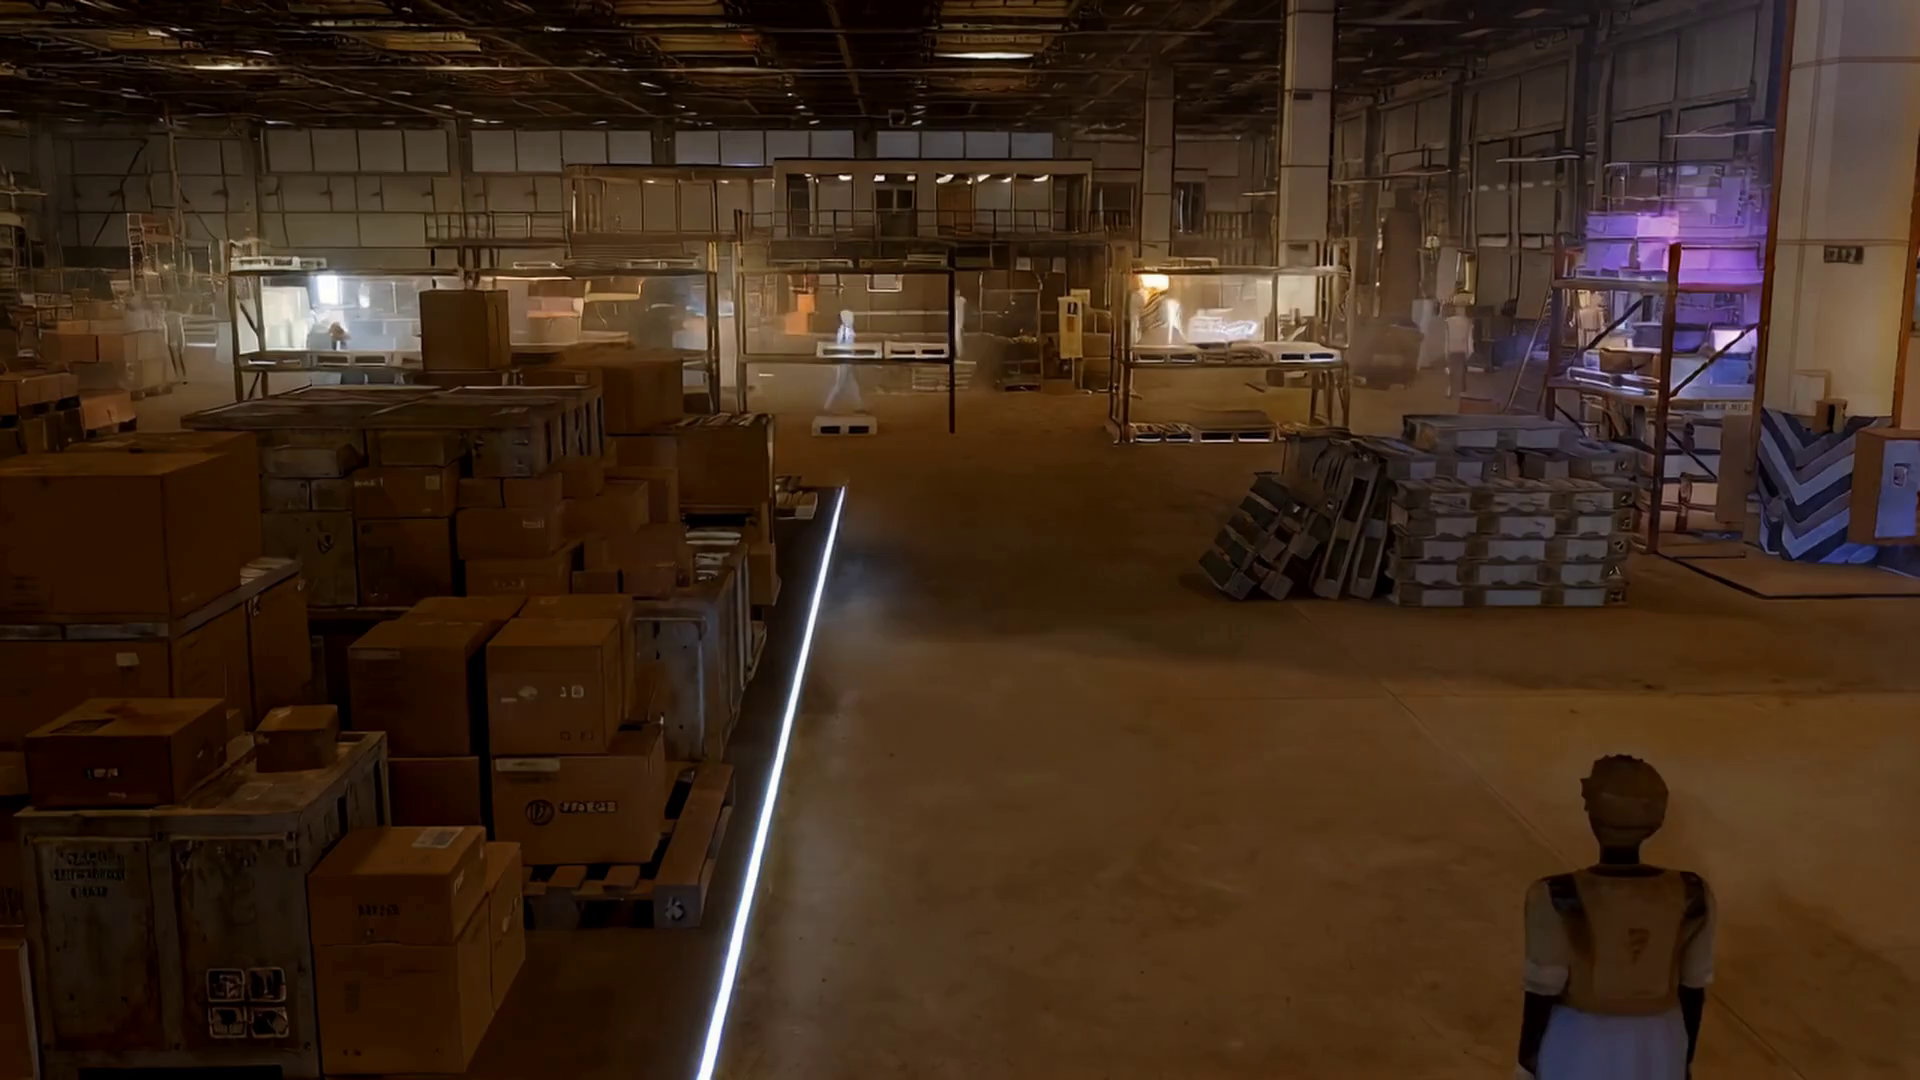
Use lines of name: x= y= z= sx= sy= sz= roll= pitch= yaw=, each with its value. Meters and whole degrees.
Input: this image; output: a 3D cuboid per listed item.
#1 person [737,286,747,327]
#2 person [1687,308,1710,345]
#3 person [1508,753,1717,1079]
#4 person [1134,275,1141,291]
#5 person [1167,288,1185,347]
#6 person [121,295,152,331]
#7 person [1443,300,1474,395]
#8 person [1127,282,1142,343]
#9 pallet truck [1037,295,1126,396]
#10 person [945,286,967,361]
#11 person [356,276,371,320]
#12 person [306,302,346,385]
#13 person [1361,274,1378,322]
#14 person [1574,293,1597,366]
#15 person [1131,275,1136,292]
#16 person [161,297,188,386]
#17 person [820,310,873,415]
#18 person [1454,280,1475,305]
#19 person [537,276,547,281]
person: x=-6.582 y=-6.624 z=49.100 sx=0.783 sy=1.709 sz=0.512 roll=-7 pitch=13 yaw=-35
person: x=15.488 y=-4.178 z=35.101 sx=0.781 sy=1.862 sz=0.672 roll=-9 pitch=14 yaw=-41
person: x=1.733 y=1.403 z=4.459 sx=0.540 sy=1.695 sz=0.317 roll=-1 pitch=10 yaw=-5
person: x=6.983 y=-9.820 z=66.590 sx=0.589 sy=1.830 sz=0.958 roll=-1 pitch=10 yaw=-4
person: x=5.596 y=-5.548 z=42.791 sx=0.879 sy=1.832 sz=0.531 roll=-10 pitch=14 yaw=-44
person: x=-16.826 y=-4.042 z=34.092 sx=0.628 sy=1.942 sz=0.673 roll=-8 pitch=13 yaw=-39
person: x=9.809 y=-3.784 z=32.788 sx=0.595 sy=1.903 sz=0.745 roll=5 pitch=11 yaw=26
person: x=5.206 y=-6.783 z=49.703 sx=0.431 sy=1.836 sz=0.619 roll=6 pitch=12 yaw=29
pallet truck: x=2.483 y=-3.881 z=33.060 sx=1.885 sy=1.965 sz=0.823 roll=-7 pitch=13 yaw=-36
person: x=-0.140 y=-5.566 z=42.703 sx=0.654 sy=1.912 sz=0.791 roll=-5 pitch=11 yaw=-24
person: x=-19.344 y=-7.599 z=53.983 sx=0.383 sy=1.921 sz=0.597 roll=4 pitch=11 yaw=19
person: x=-10.668 y=-2.972 z=27.878 sx=0.676 sy=2.000 sz=0.536 roll=1 pitch=10 yaw=6
person: x=14.508 y=-8.452 z=58.799 sx=0.645 sy=1.893 sz=0.993 roll=0 pitch=10 yaw=-1
person: x=14.896 y=-4.970 z=39.617 sx=0.637 sy=1.821 sz=0.722 roll=-4 pitch=11 yaw=-23
person: x=6.321 y=-8.917 z=61.281 sx=0.361 sy=1.939 sz=0.542 roll=2 pitch=10 yaw=13
person: x=-16.616 y=-4.189 z=35.139 sx=0.309 sy=1.868 sz=0.535 roll=6 pitch=12 yaw=30
person: x=-2.042 y=-3.115 z=29.265 sx=1.011 sy=1.843 sz=0.573 roll=-4 pitch=11 yaw=-23
person: x=14.364 y=-6.441 z=47.426 sx=0.622 sy=1.968 sz=0.895 roll=1 pitch=10 yaw=3
person: x=-19.159 y=-11.544 z=76.220 sx=0.539 sy=1.820 sz=0.537 roll=1 pitch=10 yaw=7
